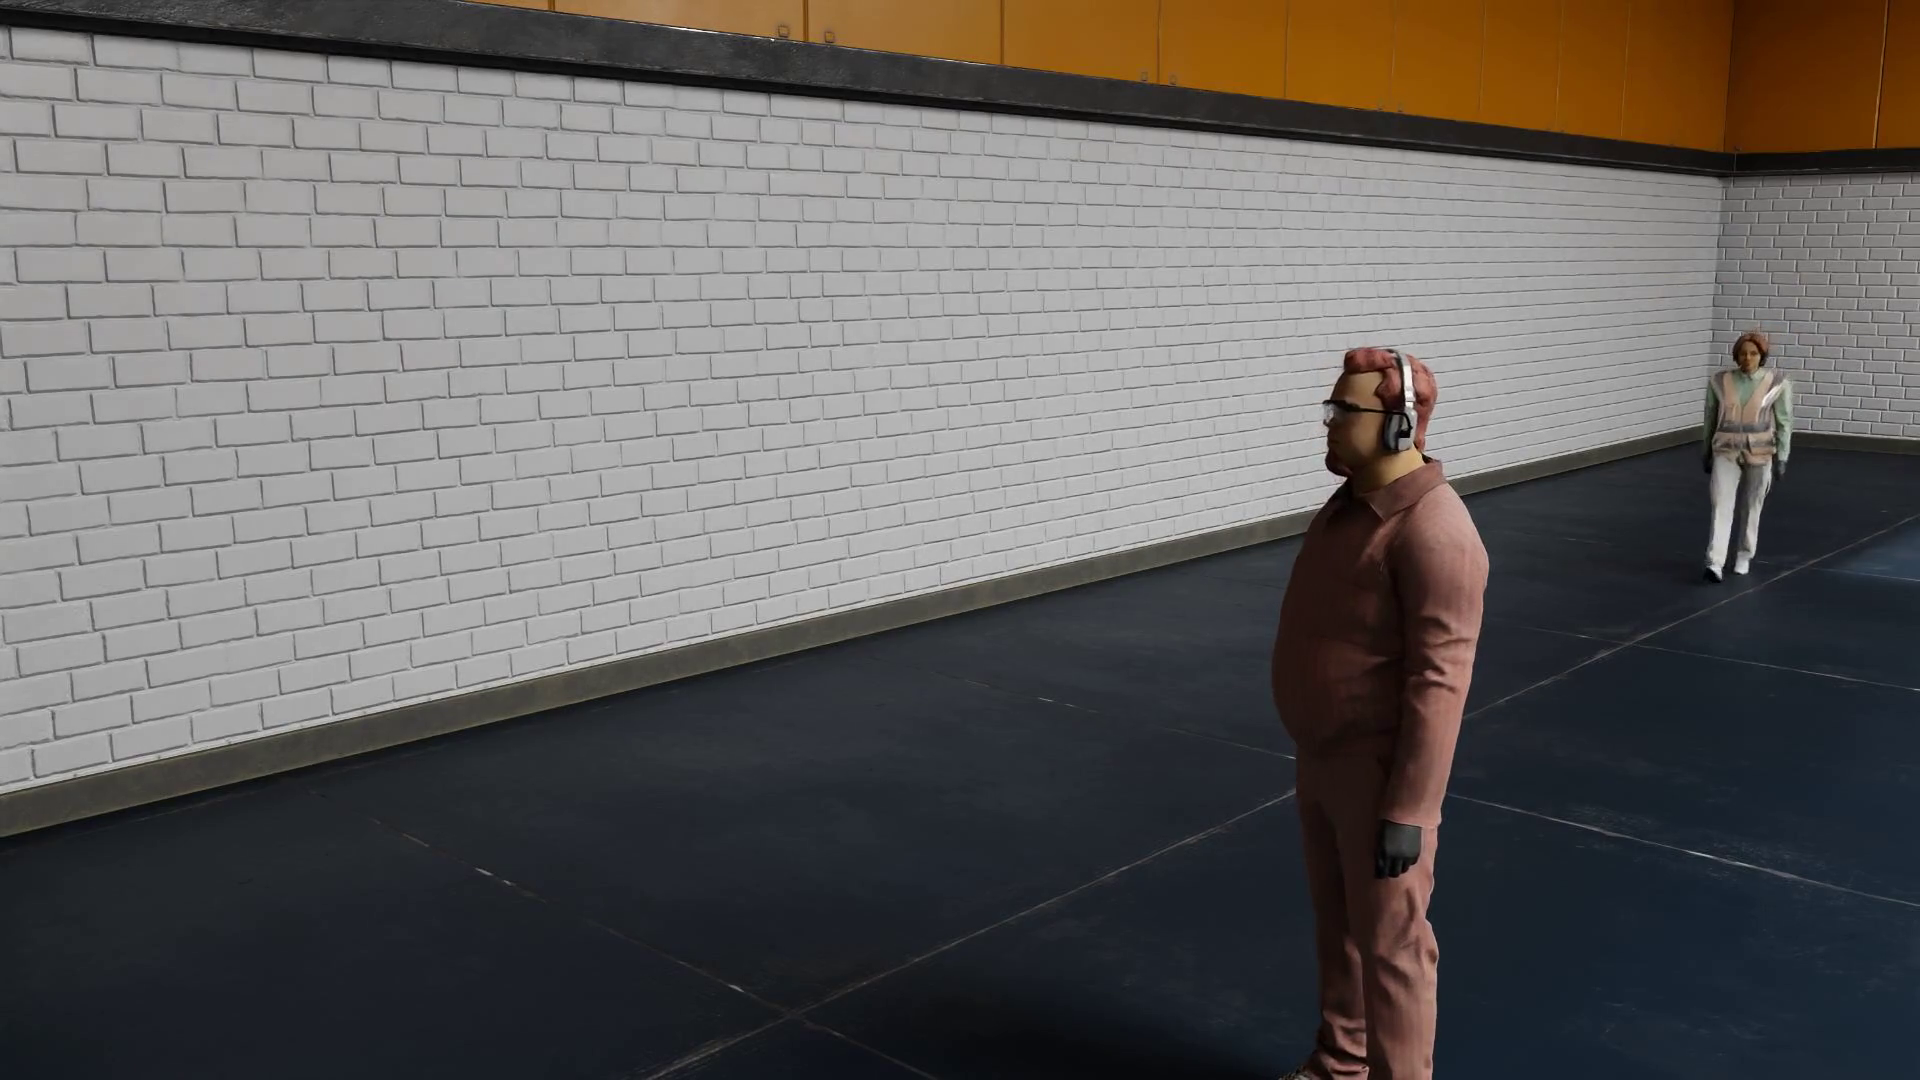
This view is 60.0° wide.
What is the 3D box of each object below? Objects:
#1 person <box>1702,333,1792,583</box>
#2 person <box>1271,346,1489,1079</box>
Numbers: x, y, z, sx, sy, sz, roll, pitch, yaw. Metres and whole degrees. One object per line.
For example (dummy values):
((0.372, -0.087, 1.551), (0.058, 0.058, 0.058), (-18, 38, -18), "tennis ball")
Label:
((4.990, -0.515, 10.585), (0.535, 1.579, 0.919), (6, 12, 32), "person")
((0.913, 0.516, 3.816), (0.410, 1.913, 0.642), (-2, 10, -9), "person")
